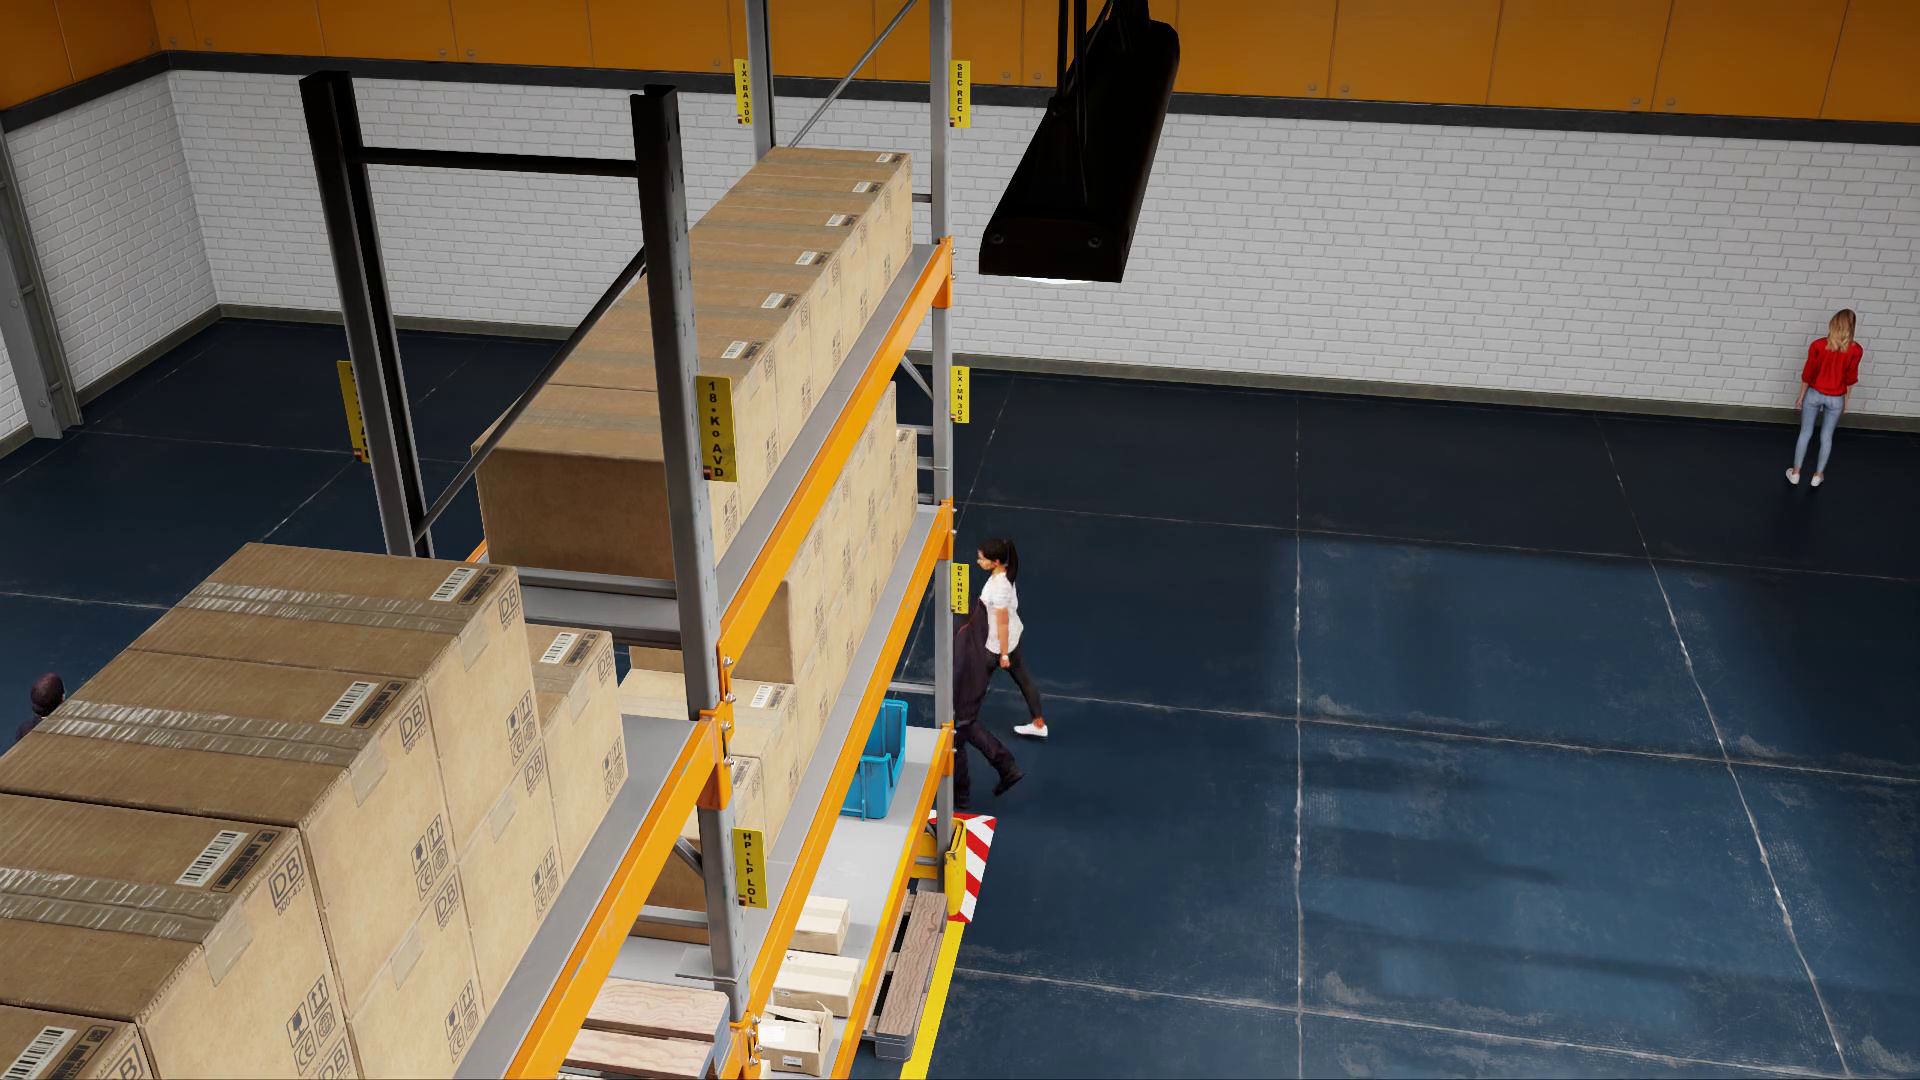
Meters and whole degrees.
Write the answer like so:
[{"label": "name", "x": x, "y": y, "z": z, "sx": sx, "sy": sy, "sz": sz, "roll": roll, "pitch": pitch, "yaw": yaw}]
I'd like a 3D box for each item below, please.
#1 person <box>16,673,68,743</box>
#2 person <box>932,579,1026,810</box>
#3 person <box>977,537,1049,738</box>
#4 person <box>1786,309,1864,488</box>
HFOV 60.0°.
[{"label": "person", "x": -5.264, "y": 1.628, "z": 9.880, "sx": 0.772, "sy": 1.732, "sz": 1.131, "roll": 1, "pitch": 29, "yaw": 1}, {"label": "person", "x": 0.090, "y": 0.996, "z": 10.873, "sx": 0.875, "sy": 1.890, "sz": 0.916, "roll": 11, "pitch": 31, "yaw": 20}, {"label": "person", "x": 0.383, "y": 0.724, "z": 11.685, "sx": 0.671, "sy": 1.590, "sz": 0.979, "roll": 6, "pitch": 29, "yaw": 10}, {"label": "person", "x": 7.945, "y": -1.307, "z": 15.290, "sx": 0.655, "sy": 1.704, "sz": 0.582, "roll": 11, "pitch": 31, "yaw": 19}]
